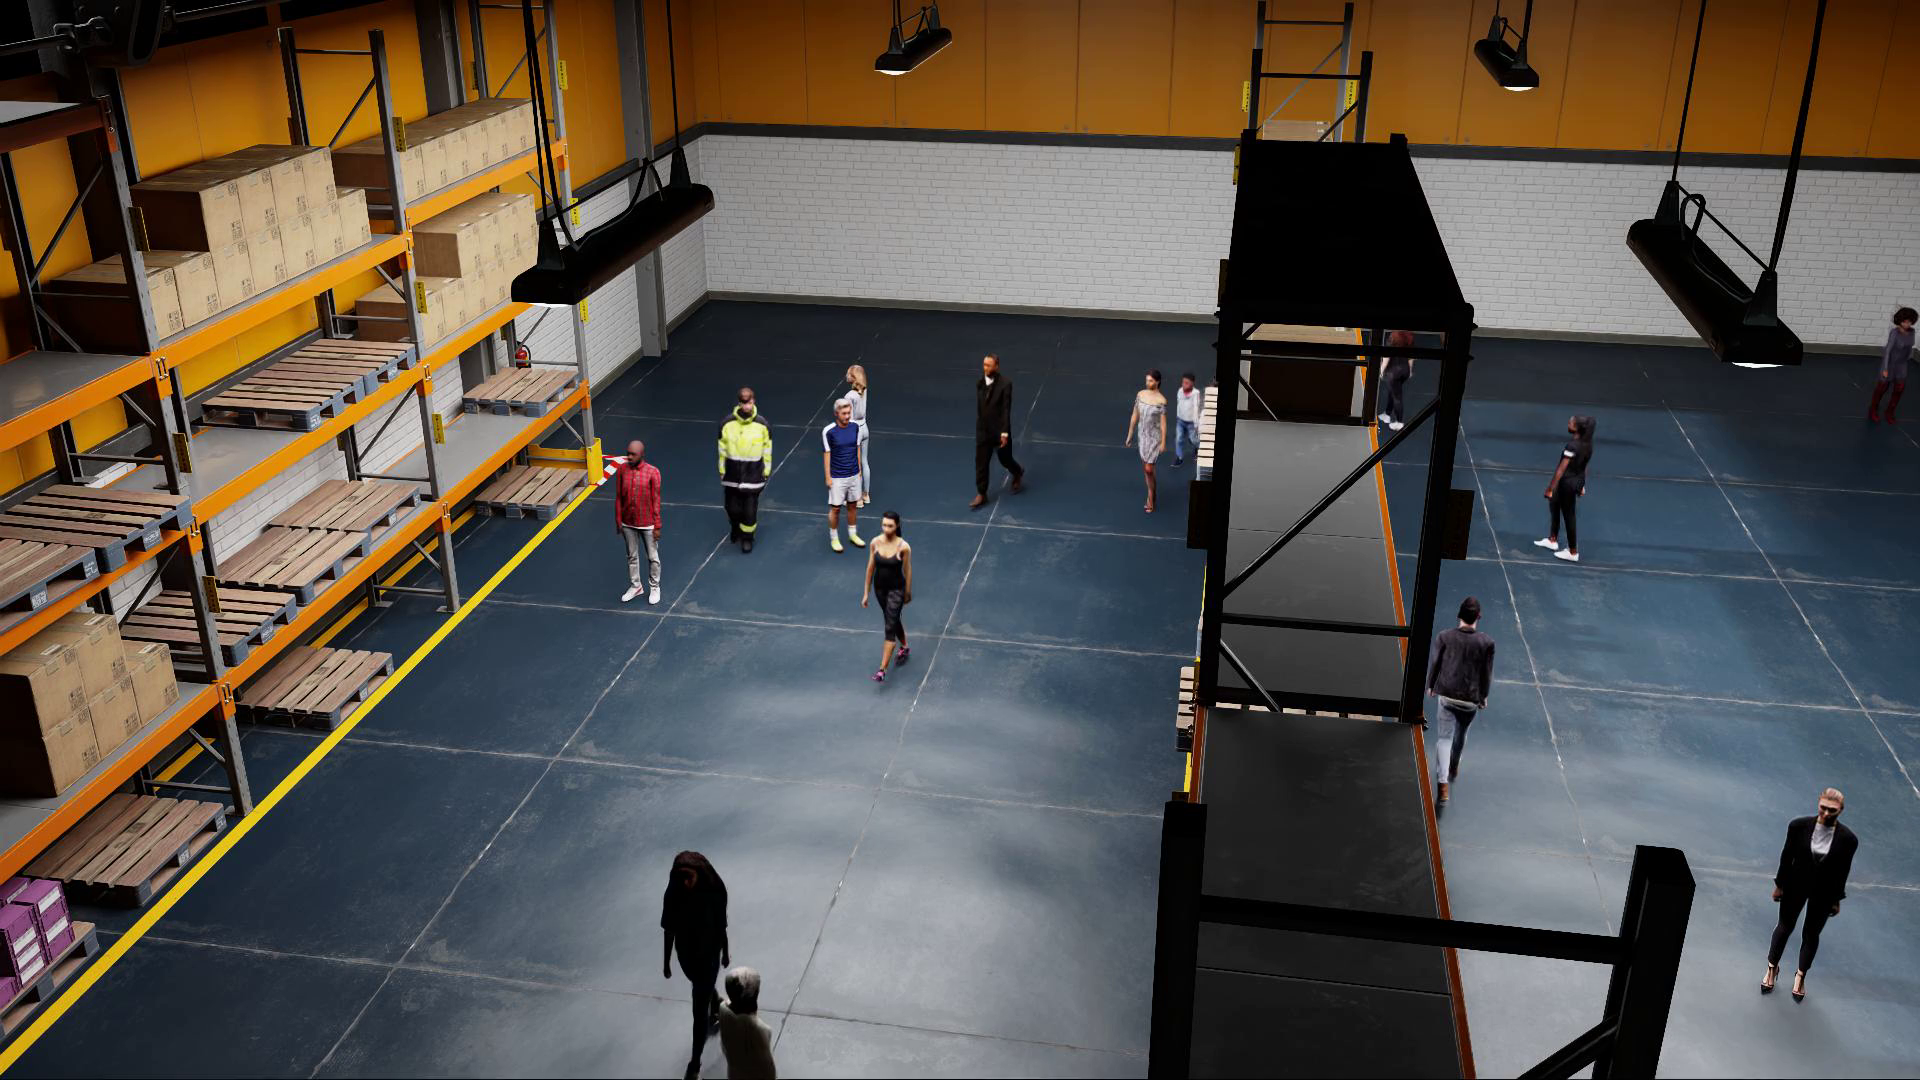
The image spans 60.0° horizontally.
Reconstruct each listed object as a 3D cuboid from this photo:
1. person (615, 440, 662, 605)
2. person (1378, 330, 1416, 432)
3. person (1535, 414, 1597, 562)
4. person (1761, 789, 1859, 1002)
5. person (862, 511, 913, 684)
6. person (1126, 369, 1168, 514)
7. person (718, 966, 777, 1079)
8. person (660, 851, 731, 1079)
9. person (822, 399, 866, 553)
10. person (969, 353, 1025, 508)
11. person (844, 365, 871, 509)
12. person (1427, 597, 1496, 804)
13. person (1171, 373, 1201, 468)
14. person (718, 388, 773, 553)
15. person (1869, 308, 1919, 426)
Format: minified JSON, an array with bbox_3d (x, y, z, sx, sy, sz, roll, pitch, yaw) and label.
[{"bbox_3d":[-3.431,-0.222,17.809,0.659,1.818,0.572,5,24,11],"label":"person"},{"bbox_3d":[6.030,-2.262,22.726,0.839,1.618,0.932,-11,26,-23],"label":"person"},{"bbox_3d":[6.950,-0.563,18.720,0.859,1.713,0.839,17,29,34],"label":"person"},{"bbox_3d":[5.998,2.492,11.741,0.680,1.705,0.637,12,26,26],"label":"person"},{"bbox_3d":[-0.649,0.493,16.339,0.777,1.686,1.188,10,26,22],"label":"person"},{"bbox_3d":[2.356,-1.223,20.108,0.801,1.811,0.754,-20,31,-39],"label":"person"},{"bbox_3d":[-1.270,3.254,10.073,0.644,1.645,0.658,19,30,37],"label":"person"},{"bbox_3d":[-1.755,2.769,11.274,0.608,1.572,1.098,3,24,8],"label":"person"},{"bbox_3d":[-1.345,-0.773,19.049,0.718,1.834,0.779,-16,28,-32],"label":"person"},{"bbox_3d":[0.471,-1.364,20.352,0.995,1.875,1.309,15,28,30],"label":"person"},{"bbox_3d":[-1.259,-1.270,20.236,0.709,1.795,0.556,13,27,26],"label":"person"},{"bbox_3d":[4.238,1.391,14.134,0.728,1.807,1.145,5,24,12],"label":"person"},{"bbox_3d":[3.003,-1.589,21.649,0.751,1.247,0.928,16,28,32],"label":"person"},{"bbox_3d":[-2.463,-0.836,19.046,0.899,1.953,0.903,-1,24,-3],"label":"person"},{"bbox_3d":[12.884,-2.416,22.991,0.698,1.689,0.789,-6,24,-13],"label":"person"}]
